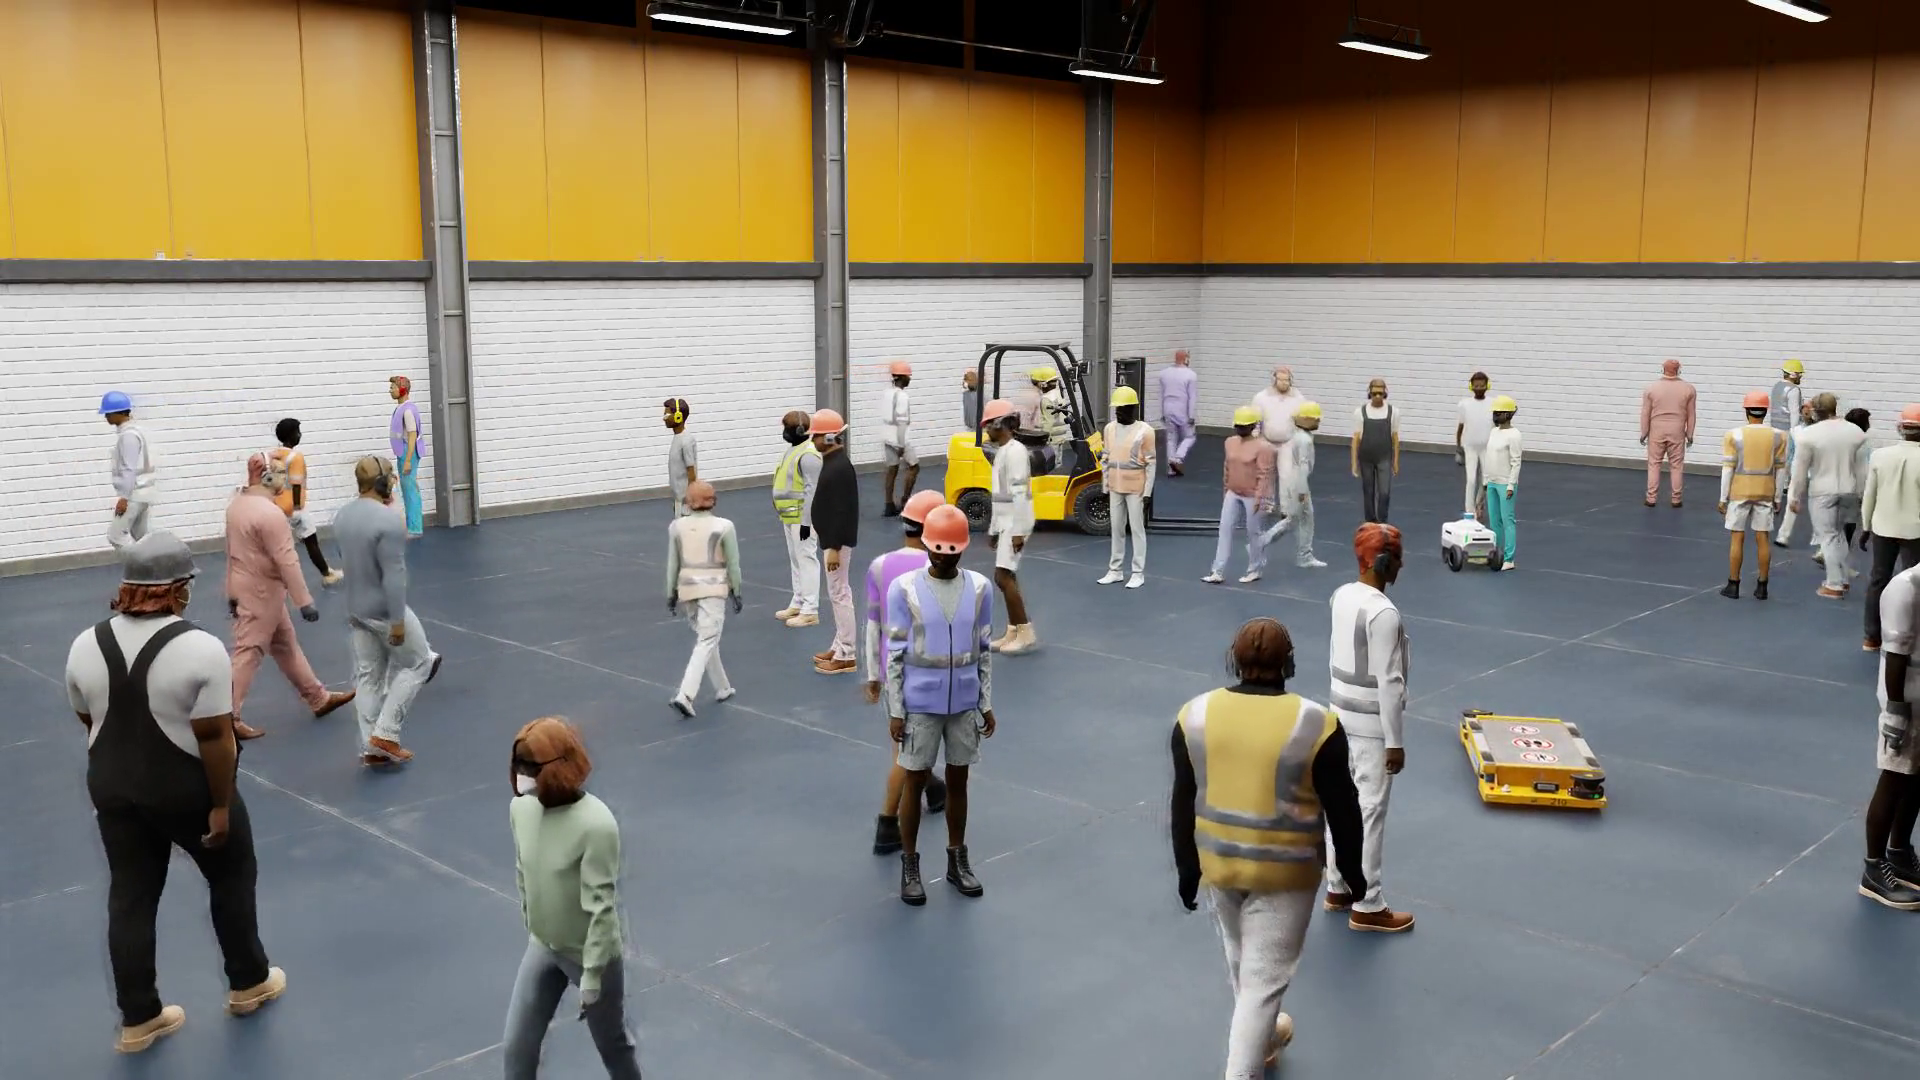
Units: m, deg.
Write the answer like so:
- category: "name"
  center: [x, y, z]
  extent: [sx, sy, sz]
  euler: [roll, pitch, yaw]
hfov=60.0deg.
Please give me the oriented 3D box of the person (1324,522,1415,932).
- category: "person"
  center: [1.889, 0.854, 7.672]
  extent: [0.355, 1.884, 0.575]
  euler: [-2, 9, -12]

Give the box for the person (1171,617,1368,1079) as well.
- category: "person"
  center: [1.142, 1.163, 6.008]
  extent: [0.634, 1.798, 0.921]
  euler: [7, 11, 35]

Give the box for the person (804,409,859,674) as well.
- category: "person"
  center: [-0.963, 0.007, 12.527]
  extent: [0.401, 1.989, 0.623]
  euler: [-1, 9, -5]

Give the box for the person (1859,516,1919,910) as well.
- category: "person"
  center: [4.603, 0.767, 7.953]
  extent: [0.614, 1.962, 0.366]
  euler: [-7, 12, -36]

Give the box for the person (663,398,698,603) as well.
- category: "person"
  center: [-2.537, -0.362, 15.174]
  extent: [0.309, 1.868, 0.535]
  euler: [-3, 10, -19]

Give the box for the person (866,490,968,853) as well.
- category: "person"
  center: [-0.219, 0.672, 8.893]
  extent: [0.537, 1.873, 0.984]
  euler: [7, 11, 36]

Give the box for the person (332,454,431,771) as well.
- category: "person"
  center: [-3.491, 0.439, 10.056]
  extent: [0.640, 1.927, 0.437]
  euler: [7, 12, 36]

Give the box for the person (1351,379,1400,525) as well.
- category: "person"
  center: [4.575, -0.855, 18.336]
  extent: [0.530, 1.813, 0.782]
  euler: [2, 9, 12]

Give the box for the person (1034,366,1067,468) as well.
- category: "person"
  center: [1.117, -1.248, 20.726]
  extent: [0.404, 1.829, 0.591]
  euler: [4, 10, 21]

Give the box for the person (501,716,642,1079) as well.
- category: "person"
  center: [-1.316, 1.374, 5.349]
  extent: [0.519, 1.602, 0.763]
  euler: [6, 11, 32]

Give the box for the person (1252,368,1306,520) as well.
- category: "person"
  center: [3.830, -1.142, 20.039]
  extent: [0.647, 1.848, 1.028]
  euler: [2, 9, 11]

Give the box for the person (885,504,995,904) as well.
- category: "person"
  center: [-0.081, 0.780, 7.986]
  extent: [0.542, 1.929, 0.374]
  euler: [-3, 10, -19]

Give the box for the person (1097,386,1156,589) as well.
- category: "person"
  center: [1.585, -0.501, 15.844]
  extent: [0.589, 1.927, 0.388]
  euler: [8, 12, 42]

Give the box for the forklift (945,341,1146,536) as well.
- category: "forklift"
  center: [0.977, -1.223, 19.452]
  extent: [2.313, 2.155, 1.214]
  euler: [2, 9, 11]

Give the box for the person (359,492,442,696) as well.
- category: "person"
  center: [-4.036, 0.312, 11.763]
  extent: [0.530, 1.624, 0.527]
  euler: [0, 9, 0]

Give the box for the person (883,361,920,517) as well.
- category: "person"
  center: [-0.699, -1.235, 20.370]
  extent: [0.582, 1.913, 0.546]
  euler: [-6, 11, -30]

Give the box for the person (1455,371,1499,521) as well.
- category: "person"
  center: [6.078, -1.062, 19.508]
  extent: [0.538, 1.851, 0.491]
  euler: [2, 9, 11]

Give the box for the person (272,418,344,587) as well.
- category: "person"
  center: [-6.245, -0.323, 15.587]
  extent: [0.550, 1.637, 0.909]
  euler: [7, 11, 35]

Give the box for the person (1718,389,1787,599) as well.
- category: "person"
  center: [7.277, -0.419, 15.317]
  extent: [0.552, 1.932, 0.377]
  euler: [2, 9, 11]

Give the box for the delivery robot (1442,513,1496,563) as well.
- category: "delivery robot"
  center: [5.160, -0.031, 16.874]
  extent: [0.477, 0.478, 0.707]
  euler: [-1, 9, -3]

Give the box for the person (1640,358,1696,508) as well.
- category: "person"
  center: [9.011, -1.363, 21.194]
  extent: [0.651, 1.906, 0.403]
  euler: [3, 10, 18]

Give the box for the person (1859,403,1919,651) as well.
- category: "person"
  center: [7.406, -0.072, 13.017]
  extent: [0.409, 1.990, 0.666]
  euler: [-8, 12, -39]

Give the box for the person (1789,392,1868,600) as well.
- category: "person"
  center: [8.008, -0.410, 15.356]
  extent: [0.666, 1.905, 0.534]
  euler: [-1, 9, -7]

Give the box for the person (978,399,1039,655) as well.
- category: "person"
  center: [0.373, -0.093, 13.146]
  extent: [0.432, 2.017, 0.661]
  euler: [-1, 9, -9]

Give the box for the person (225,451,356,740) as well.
- category: "person"
  center: [-4.443, 0.351, 10.839]
  extent: [0.999, 1.854, 0.674]
  euler: [-7, 12, -37]

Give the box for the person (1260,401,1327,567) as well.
- category: "person"
  center: [3.344, -0.557, 16.853]
  extent: [0.727, 1.710, 0.496]
  euler: [1, 9, 8]

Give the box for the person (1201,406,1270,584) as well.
- category: "person"
  center: [2.656, -0.408, 15.863]
  extent: [0.539, 1.721, 0.828]
  euler: [9, 13, 42]

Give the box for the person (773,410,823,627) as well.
- category: "person"
  center: [-1.380, -0.188, 14.192]
  extent: [0.429, 1.844, 0.623]
  euler: [-3, 10, -20]

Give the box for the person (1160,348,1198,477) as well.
- category: "person"
  center: [3.169, -1.836, 24.147]
  extent: [0.659, 1.894, 0.459]
  euler: [8, 12, 42]

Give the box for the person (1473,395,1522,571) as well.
- category: "person"
  center: [5.456, -0.577, 16.793]
  extent: [0.304, 1.772, 0.525]
  euler: [-2, 10, -15]

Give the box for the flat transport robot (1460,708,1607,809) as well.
- category: "flat transport robot"
  center: [3.401, 1.287, 9.947]
  extent: [0.652, 0.197, 1.431]
  euler: [2, 9, 11]

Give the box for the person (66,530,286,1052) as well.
- category: "person"
  center: [-3.113, 0.945, 6.629]
  extent: [0.681, 2.000, 0.809]
  euler: [1, 9, 6]

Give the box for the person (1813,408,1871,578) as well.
- category: "person"
  center: [8.700, -0.453, 16.266]
  extent: [0.362, 1.684, 0.555]
  euler: [-1, 9, -4]

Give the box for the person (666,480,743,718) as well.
- category: "person"
  center: [-1.789, 0.388, 11.402]
  extent: [0.525, 1.593, 0.827]
  euler: [4, 10, 22]

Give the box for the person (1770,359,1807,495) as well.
- category: "person"
  center: [11.110, -1.513, 22.347]
  extent: [0.403, 1.828, 0.598]
  euler: [0, 9, -1]

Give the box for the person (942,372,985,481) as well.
- category: "person"
  center: [0.164, -1.590, 23.540]
  extent: [0.850, 1.580, 0.518]
  euler: [-7, 11, -35]

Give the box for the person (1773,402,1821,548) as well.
- category: "person"
  center: [9.207, -0.697, 18.073]
  extent: [0.847, 1.592, 0.514]
  euler: [-8, 12, -41]

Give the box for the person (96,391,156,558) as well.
- category: "person"
  center: [-7.659, -0.422, 15.370]
  extent: [0.489, 1.920, 0.635]
  euler: [-5, 10, -27]

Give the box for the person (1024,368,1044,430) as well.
- category: "person"
  center: [1.089, -1.389, 21.894]
  extent: [0.817, 1.730, 0.535]
  euler: [2, 9, 12]

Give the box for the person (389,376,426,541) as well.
- category: "person"
  center: [-6.201, -0.920, 18.662]
  extent: [0.390, 1.846, 0.565]
  euler: [-5, 10, -27]
